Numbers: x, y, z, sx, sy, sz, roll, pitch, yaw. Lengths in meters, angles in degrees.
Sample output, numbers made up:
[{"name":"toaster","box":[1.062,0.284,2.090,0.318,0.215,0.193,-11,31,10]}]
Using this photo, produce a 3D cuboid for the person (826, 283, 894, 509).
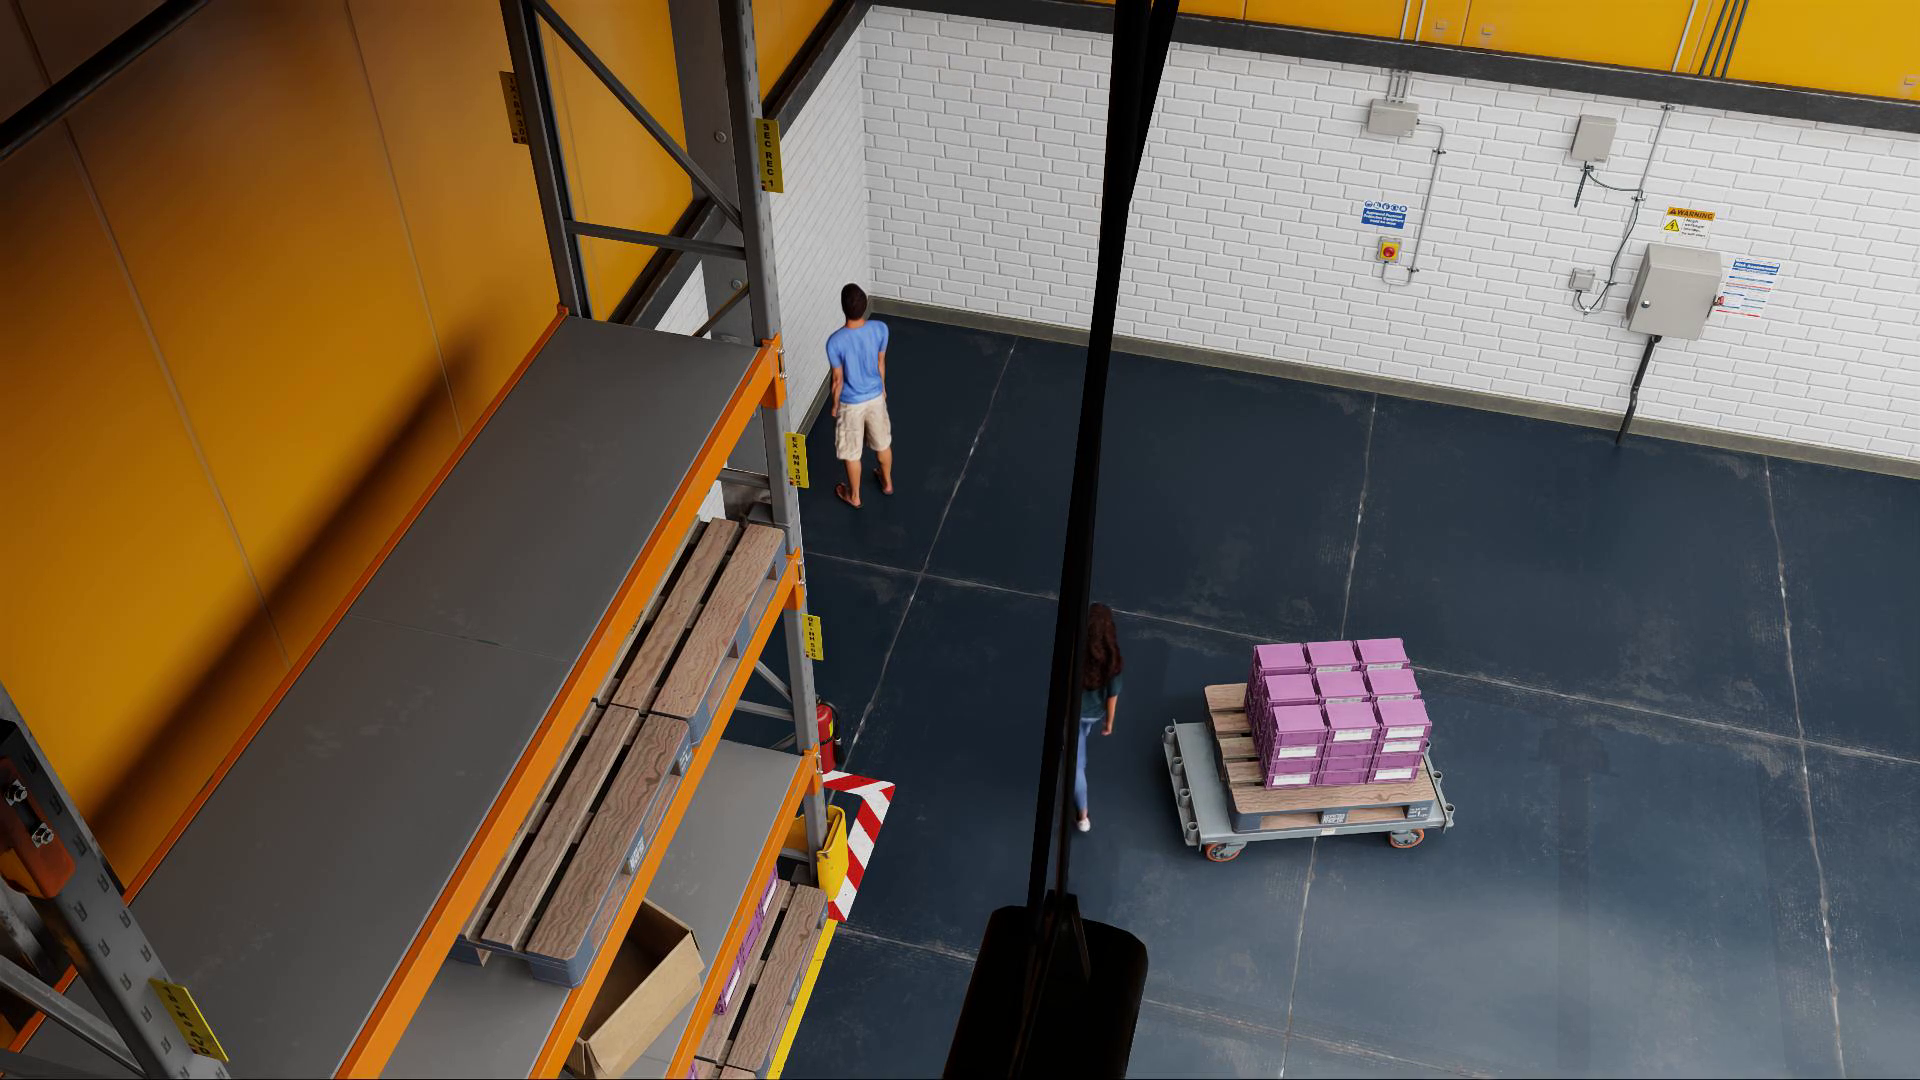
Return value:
[{"name":"person","box":[-0.717,-1.033,12.013,0.736,1.862,0.794,-21,48,-21]}]

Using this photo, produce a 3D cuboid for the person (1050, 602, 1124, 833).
[{"name":"person","box":[0.731,1.092,9.998,0.810,1.563,1.163,-1,44,-1]}]
